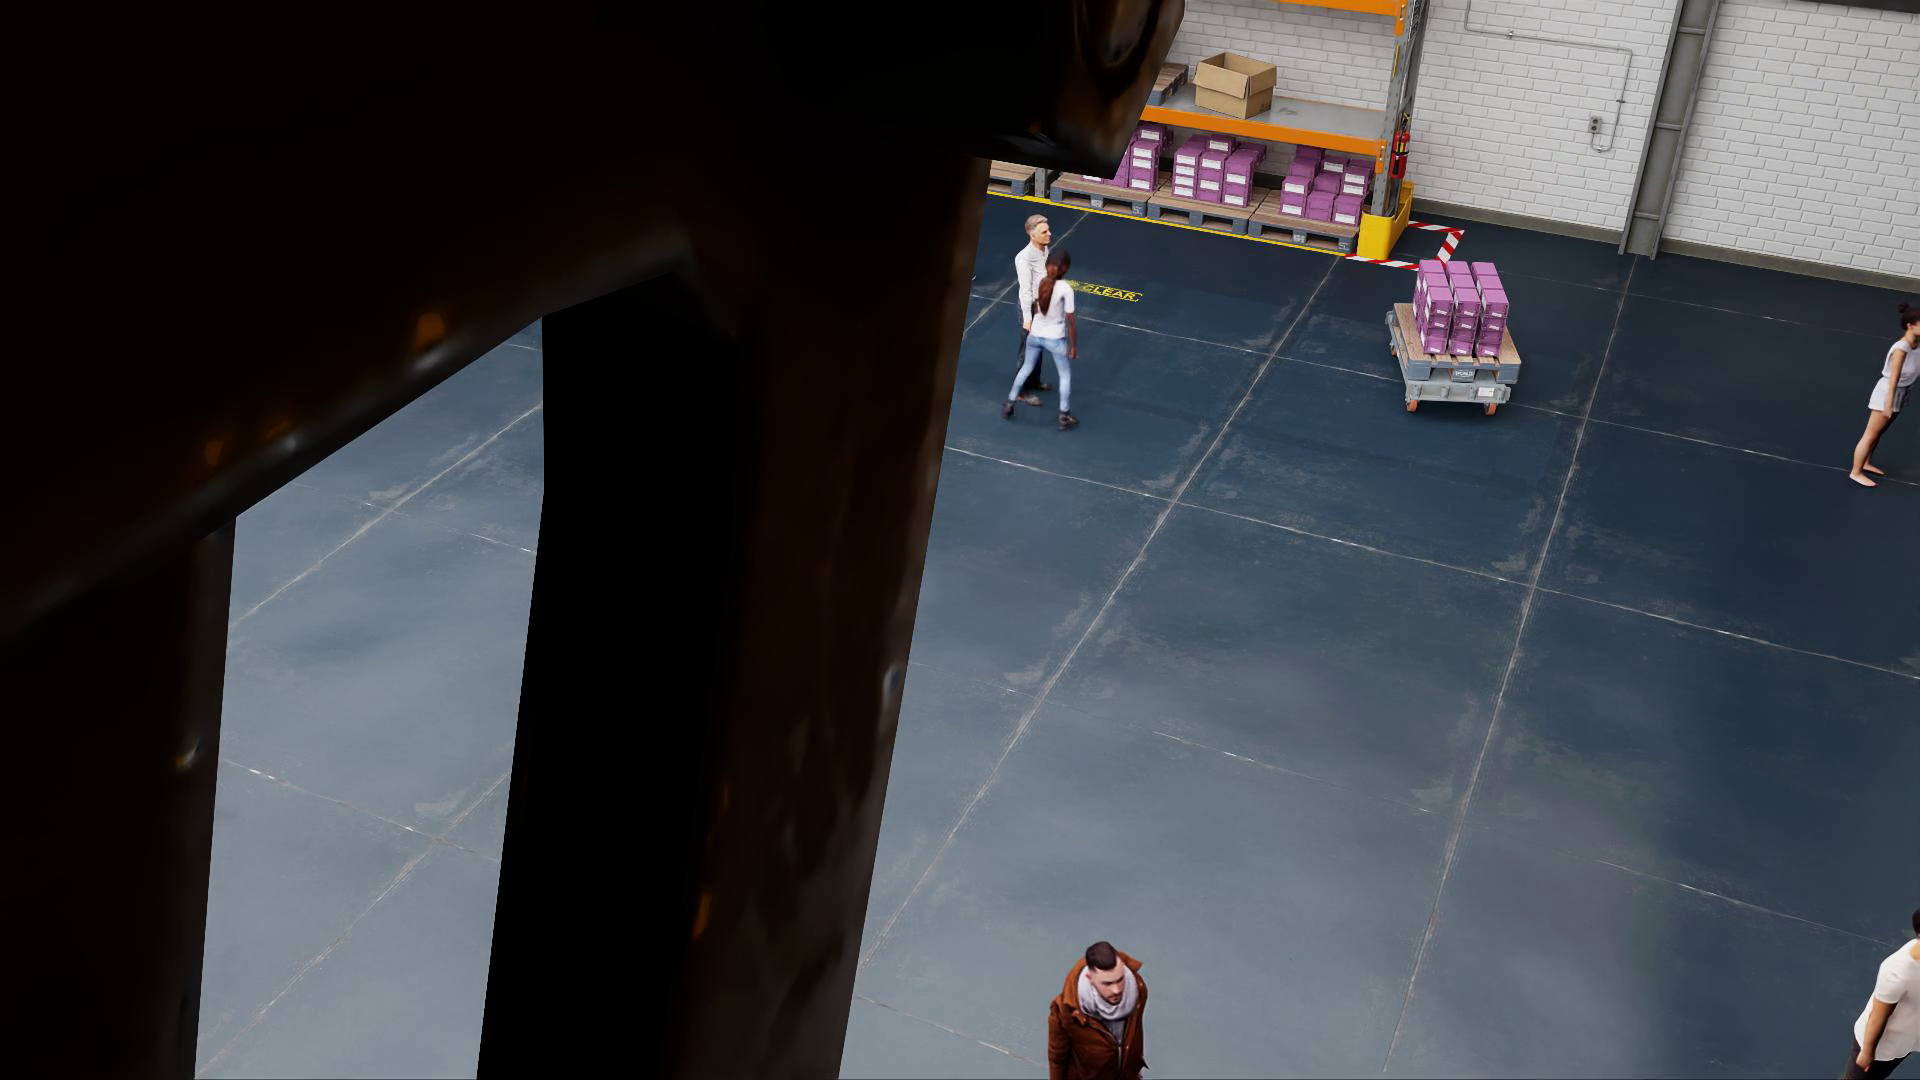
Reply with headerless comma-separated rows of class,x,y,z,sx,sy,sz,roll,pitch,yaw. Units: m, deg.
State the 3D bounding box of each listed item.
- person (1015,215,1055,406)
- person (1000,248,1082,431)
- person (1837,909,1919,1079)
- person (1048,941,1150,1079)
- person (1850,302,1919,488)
person,0.686,-2.155,15.364,0.544,1.820,0.637,15,36,21
person,0.827,-1.793,14.927,0.728,1.702,0.943,22,39,29
person,4.733,2.488,8.468,0.706,1.722,0.716,-20,38,-27
person,0.660,2.645,8.125,0.851,1.839,0.893,-18,38,-25
person,7.942,-1.246,14.191,0.641,1.604,0.628,26,42,34
